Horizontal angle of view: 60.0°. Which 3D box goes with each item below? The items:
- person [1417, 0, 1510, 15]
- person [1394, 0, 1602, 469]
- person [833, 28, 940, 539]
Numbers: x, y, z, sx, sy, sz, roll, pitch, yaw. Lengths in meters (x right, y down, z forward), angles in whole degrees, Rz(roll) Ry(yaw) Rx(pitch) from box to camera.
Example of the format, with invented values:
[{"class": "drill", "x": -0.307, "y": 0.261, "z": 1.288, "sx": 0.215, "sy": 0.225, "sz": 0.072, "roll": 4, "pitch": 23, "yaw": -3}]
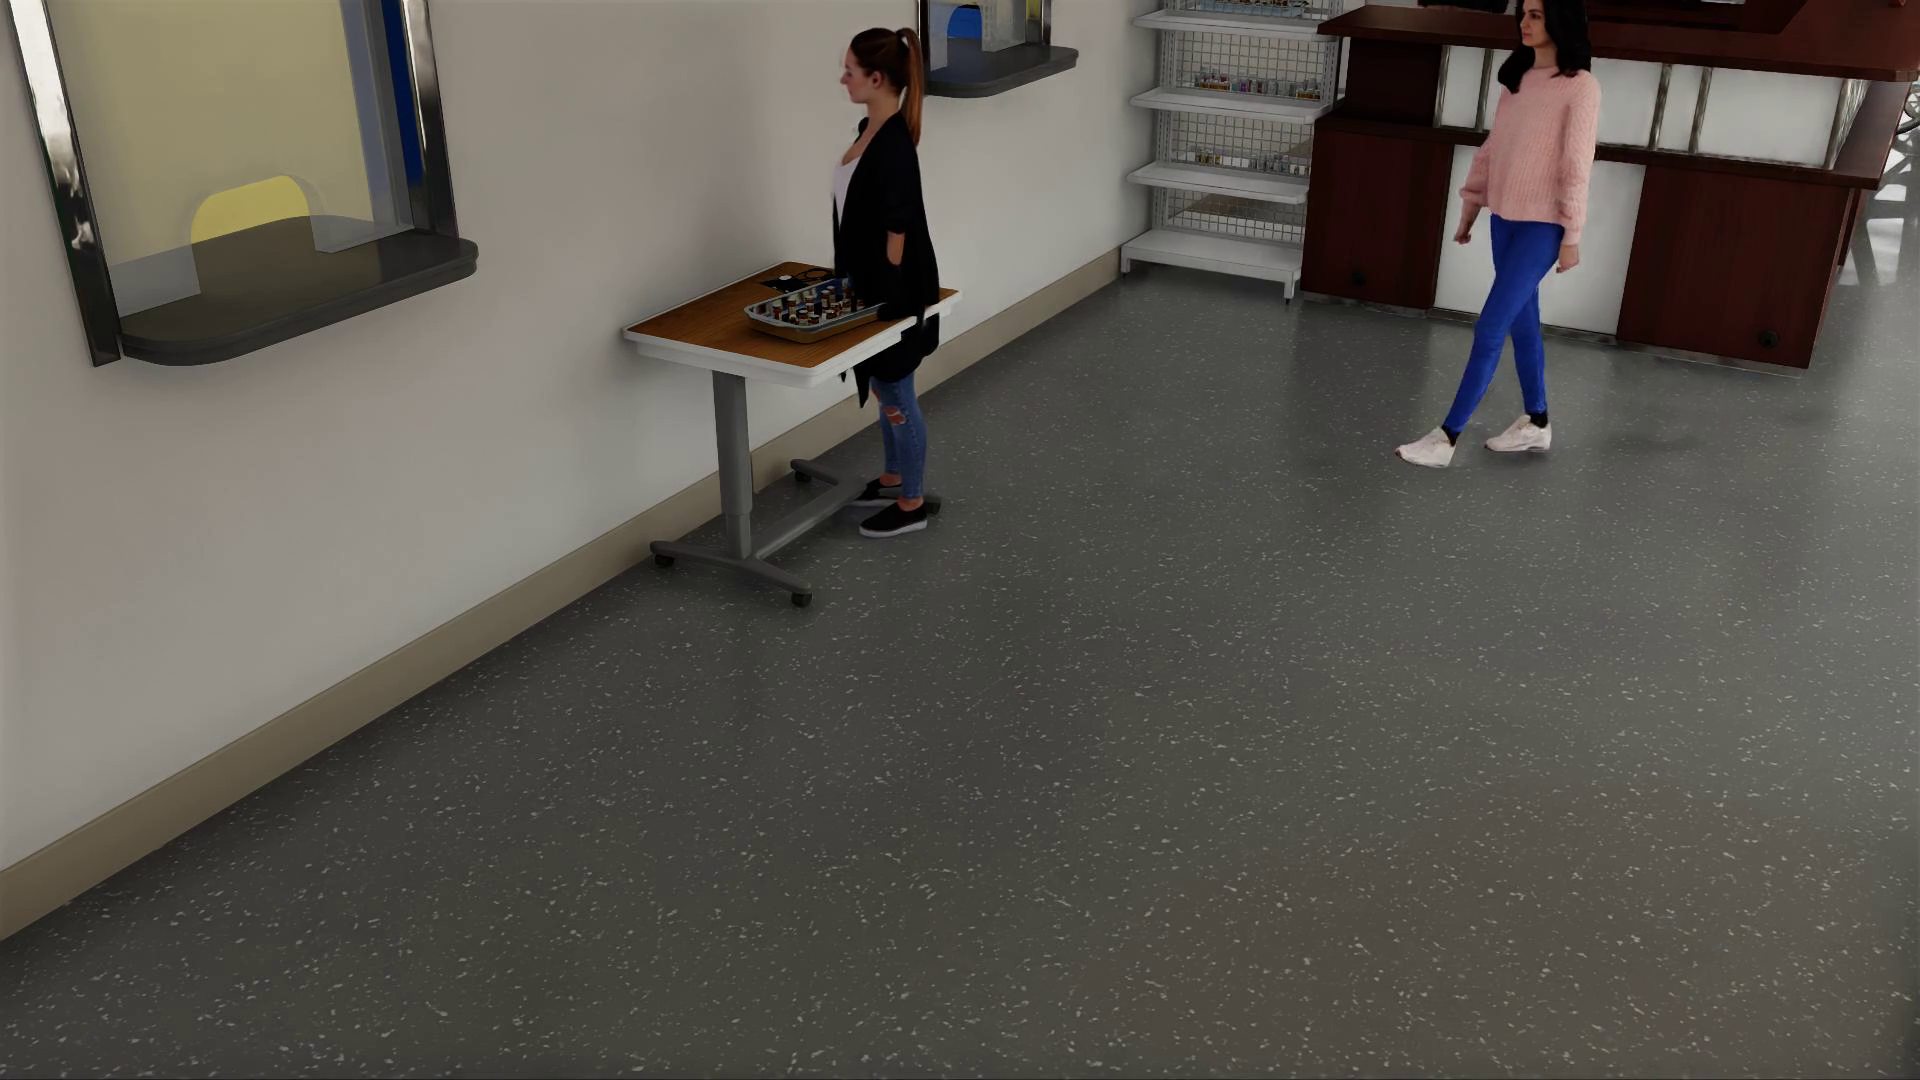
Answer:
[{"class": "person", "x": 3.133, "y": -3.322, "z": 10.411, "sx": 0.688, "sy": 1.907, "sz": 0.836, "roll": 8, "pitch": 27, "yaw": 16}, {"class": "person", "x": 2.120, "y": -1.100, "z": 5.993, "sx": 1.083, "sy": 1.742, "sz": 1.027, "roll": -7, "pitch": 27, "yaw": -15}, {"class": "person", "x": -0.235, "y": -0.830, "z": 5.500, "sx": 0.769, "sy": 1.685, "sz": 0.716, "roll": -5, "pitch": 26, "yaw": -11}]
